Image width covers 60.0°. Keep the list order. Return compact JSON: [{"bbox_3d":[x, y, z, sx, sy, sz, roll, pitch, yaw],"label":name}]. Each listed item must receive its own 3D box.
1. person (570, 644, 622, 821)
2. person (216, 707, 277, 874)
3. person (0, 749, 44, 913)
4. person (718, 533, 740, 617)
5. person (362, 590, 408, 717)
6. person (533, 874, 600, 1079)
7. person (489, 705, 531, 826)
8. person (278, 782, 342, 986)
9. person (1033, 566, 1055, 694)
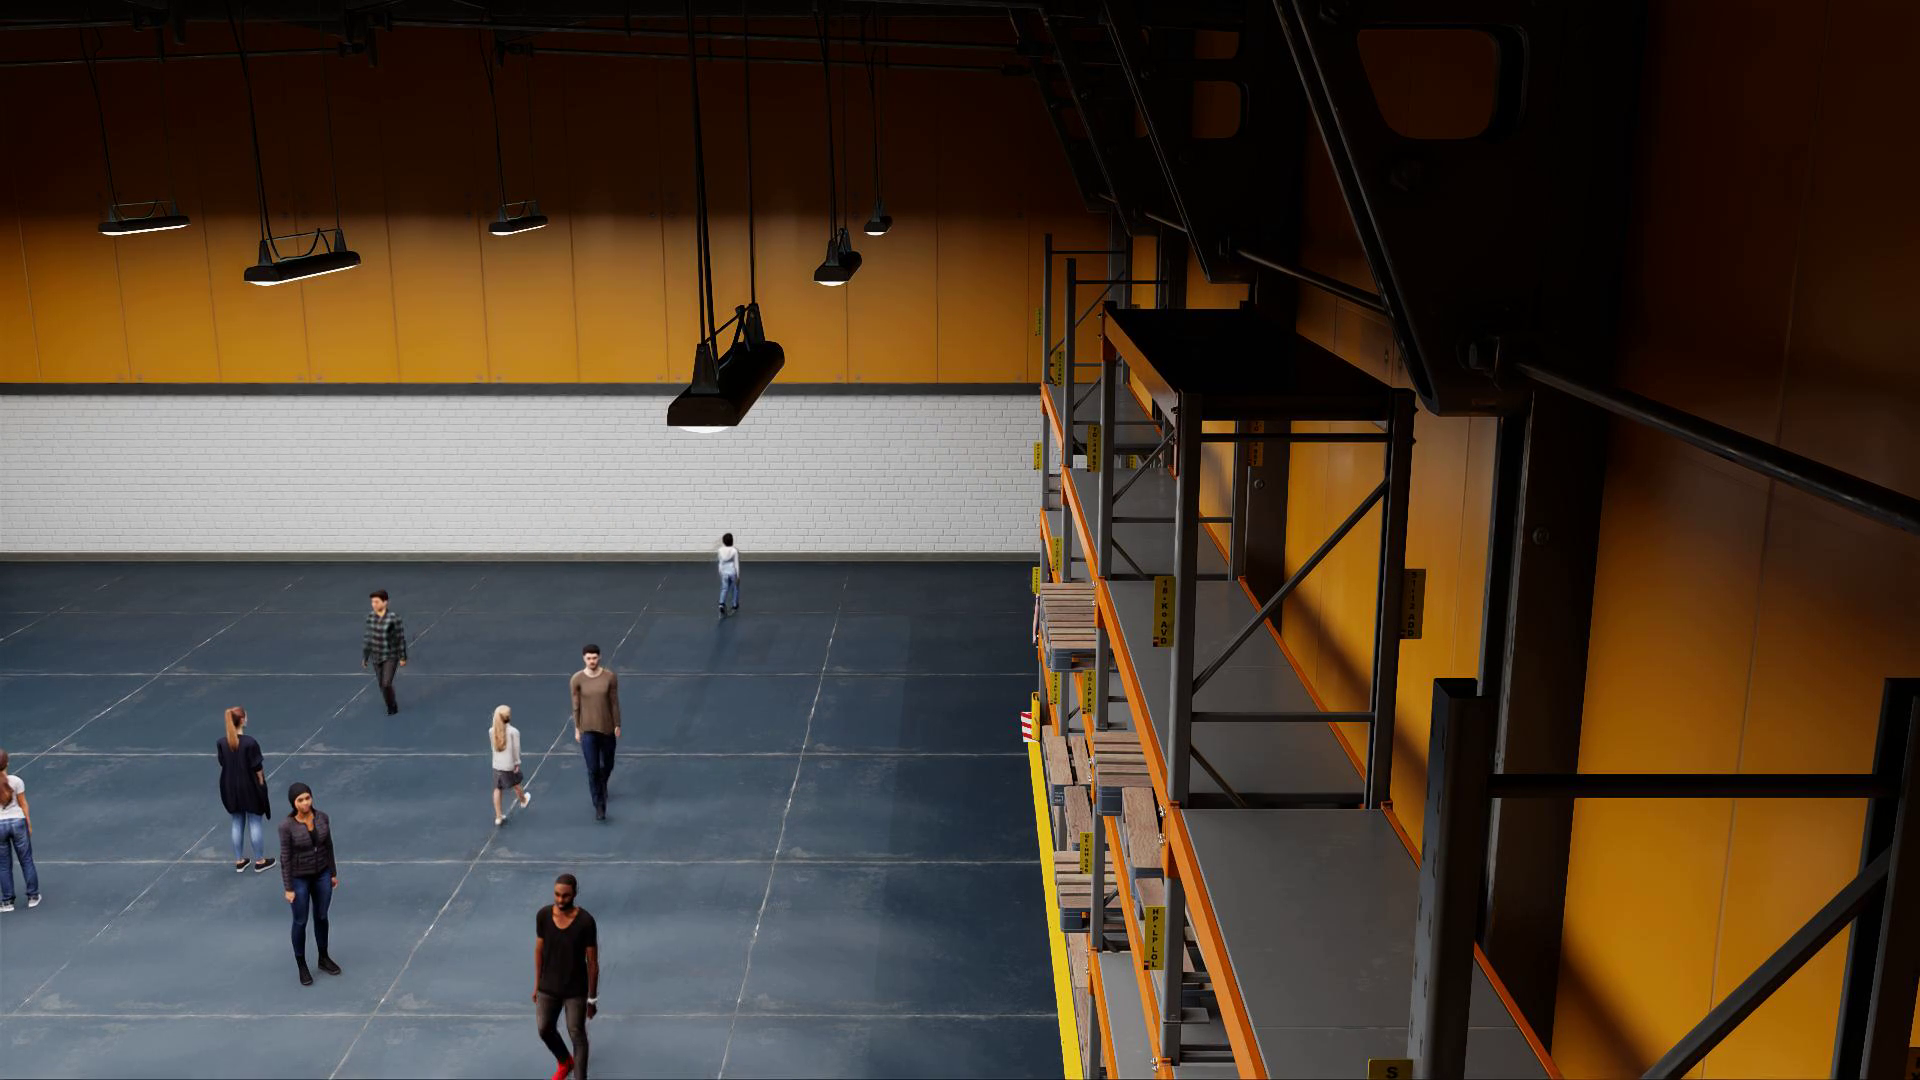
[{"bbox_3d":[-3.872,1.997,17.785,0.885,1.860,1.212,-4,14,-17],"label":"person"},{"bbox_3d":[-7.030,2.442,16.306,0.659,1.691,0.604,2,14,8],"label":"person"},{"bbox_3d":[-8.893,2.691,15.551,0.622,1.562,0.646,-7,15,-26],"label":"person"},{"bbox_3d":[-3.515,0.522,25.184,0.570,1.244,0.856,2,14,10],"label":"person"},{"bbox_3d":[-7.197,1.430,20.901,0.766,1.701,0.725,4,14,18],"label":"person"},{"bbox_3d":[-2.922,3.316,12.469,0.799,1.798,0.792,3,14,14],"label":"person"},{"bbox_3d":[-4.815,2.382,17.506,0.536,1.242,0.869,1,14,5],"label":"person"},{"bbox_3d":[-5.582,2.913,14.246,0.771,1.746,0.707,13,19,42],"label":"person"},{"bbox_3d":[1.167,1.175,21.434,0.670,1.740,0.700,10,17,36],"label":"person"}]
